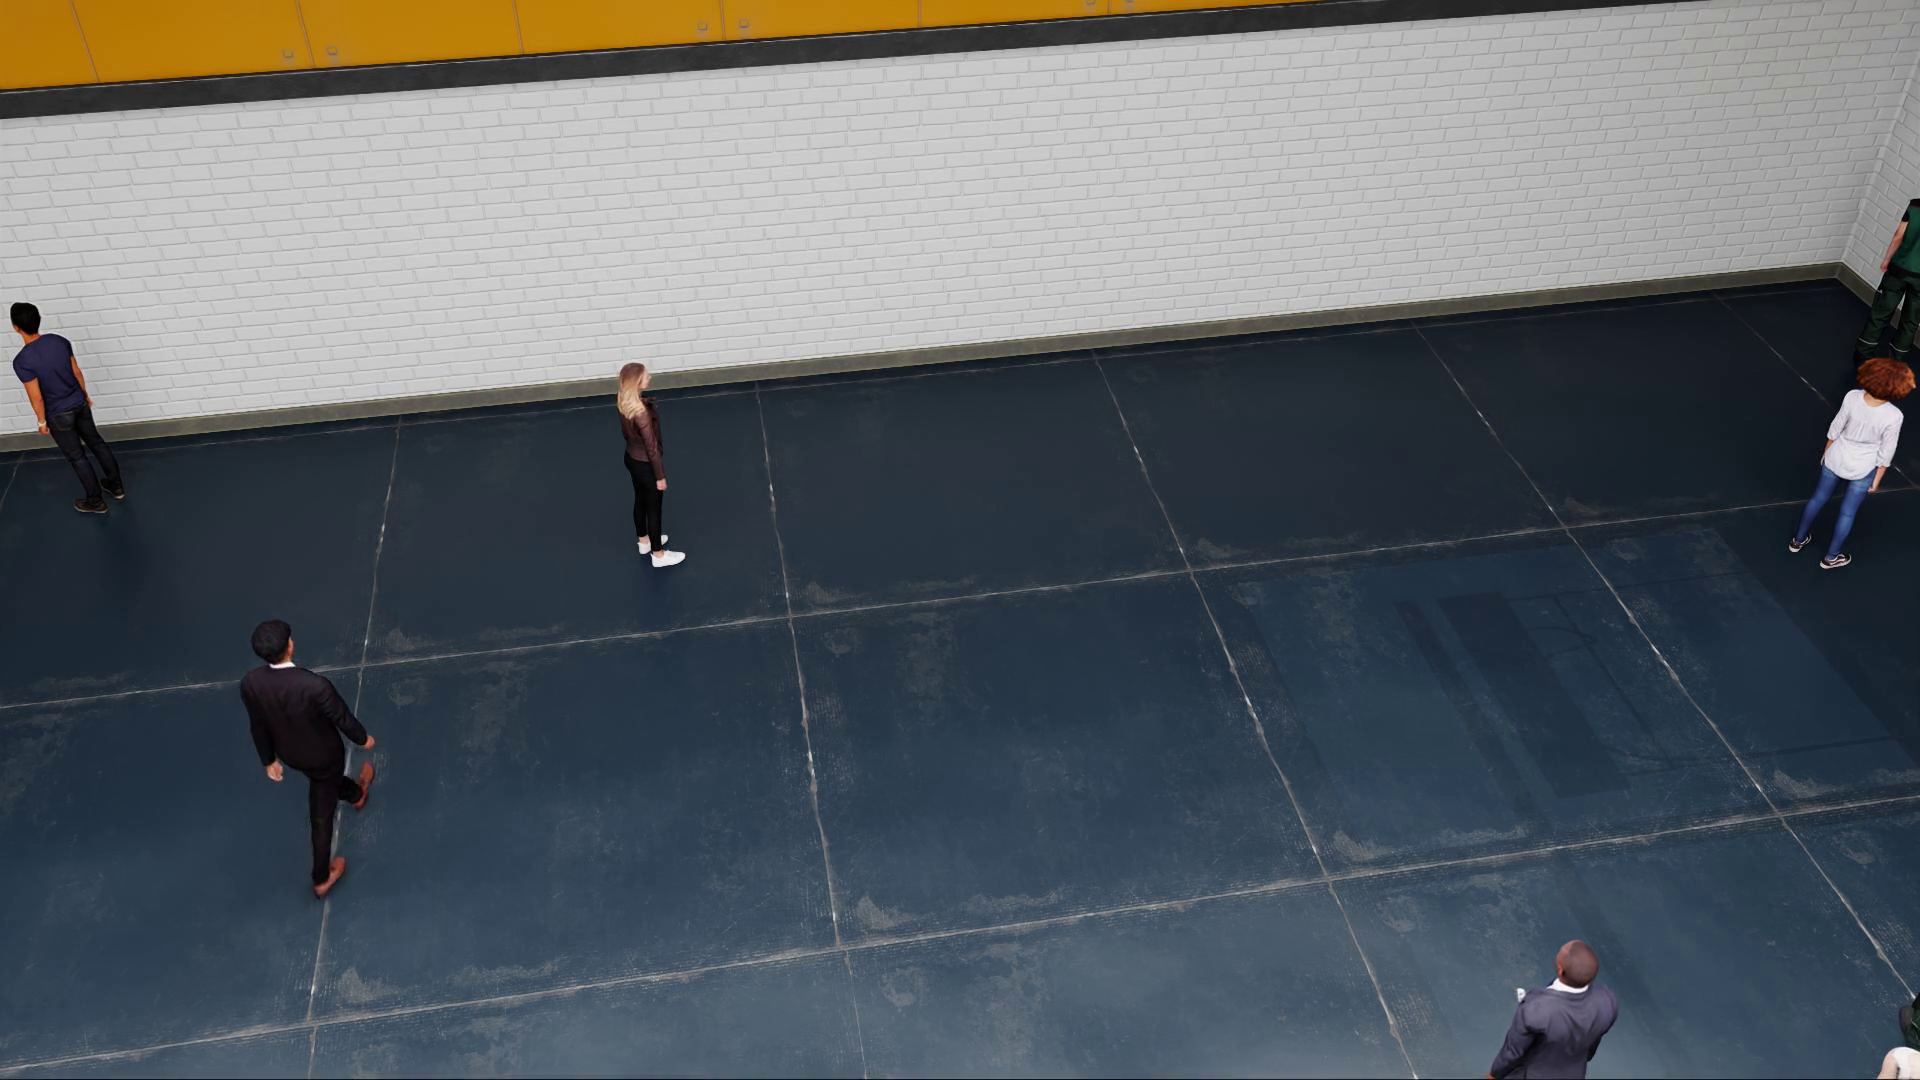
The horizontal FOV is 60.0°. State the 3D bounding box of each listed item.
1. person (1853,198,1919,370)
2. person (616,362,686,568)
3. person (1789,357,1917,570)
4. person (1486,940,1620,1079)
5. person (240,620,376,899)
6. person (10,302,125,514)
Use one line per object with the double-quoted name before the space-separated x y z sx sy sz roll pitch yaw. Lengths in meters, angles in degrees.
"person" 8.072 -2.281 14.070 0.764 1.900 0.781 17 42 20
"person" -2.298 -0.551 12.061 0.731 1.704 0.584 -23 44 -26
"person" 6.483 -0.576 12.087 0.788 1.711 0.671 -24 44 -27
"person" 2.818 2.565 8.063 0.691 1.824 0.602 -8 39 -10
"person" -3.799 1.306 9.638 1.010 1.827 1.292 7 39 9
"person" -6.748 -0.995 12.547 0.779 1.793 0.668 15 41 18
